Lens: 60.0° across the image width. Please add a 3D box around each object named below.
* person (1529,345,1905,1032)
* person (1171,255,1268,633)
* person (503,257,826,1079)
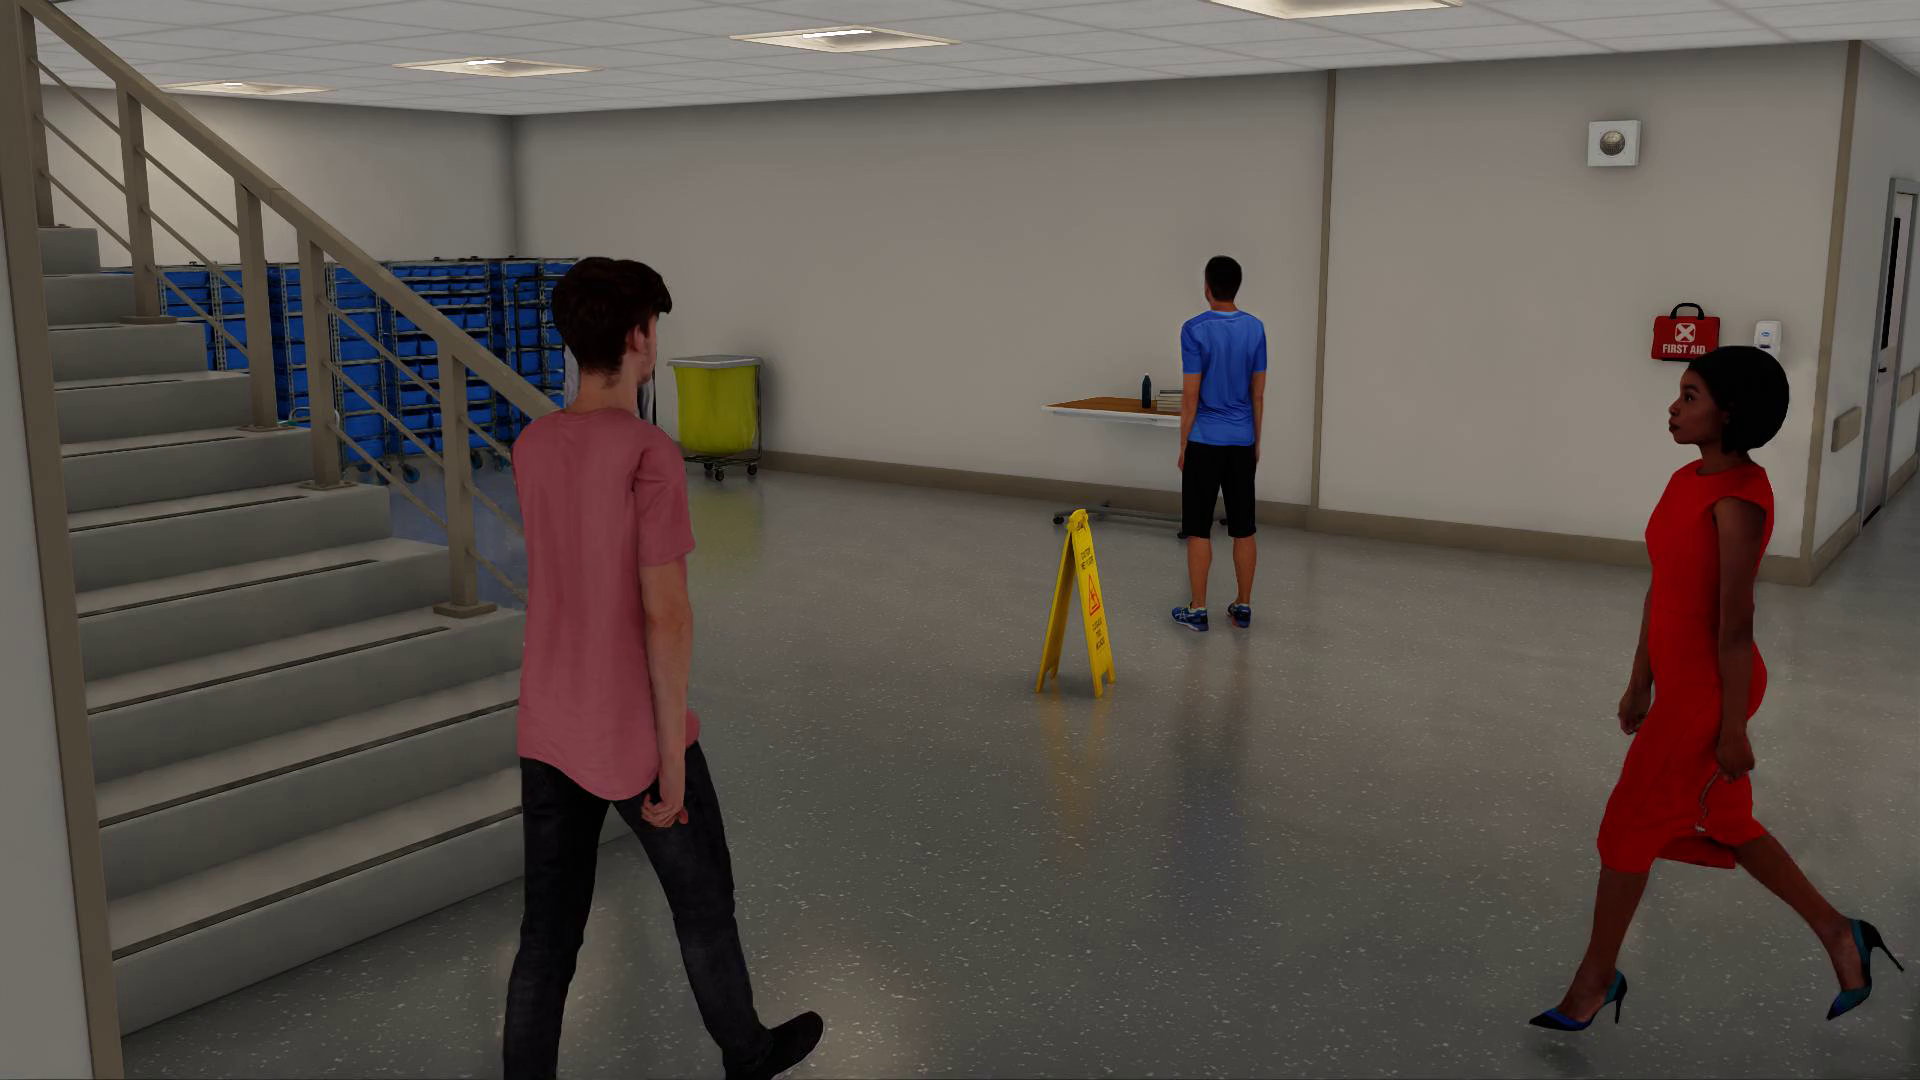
[{"bbox_3d":[1.872,0.416,4.018,1.165,1.712,0.892,2,11,10],"label":"person"},{"bbox_3d":[1.309,-0.485,8.338,0.704,1.870,0.752,-3,11,-14],"label":"person"},{"bbox_3d":[-0.781,0.440,3.325,1.056,1.922,0.763,6,12,29],"label":"person"}]
